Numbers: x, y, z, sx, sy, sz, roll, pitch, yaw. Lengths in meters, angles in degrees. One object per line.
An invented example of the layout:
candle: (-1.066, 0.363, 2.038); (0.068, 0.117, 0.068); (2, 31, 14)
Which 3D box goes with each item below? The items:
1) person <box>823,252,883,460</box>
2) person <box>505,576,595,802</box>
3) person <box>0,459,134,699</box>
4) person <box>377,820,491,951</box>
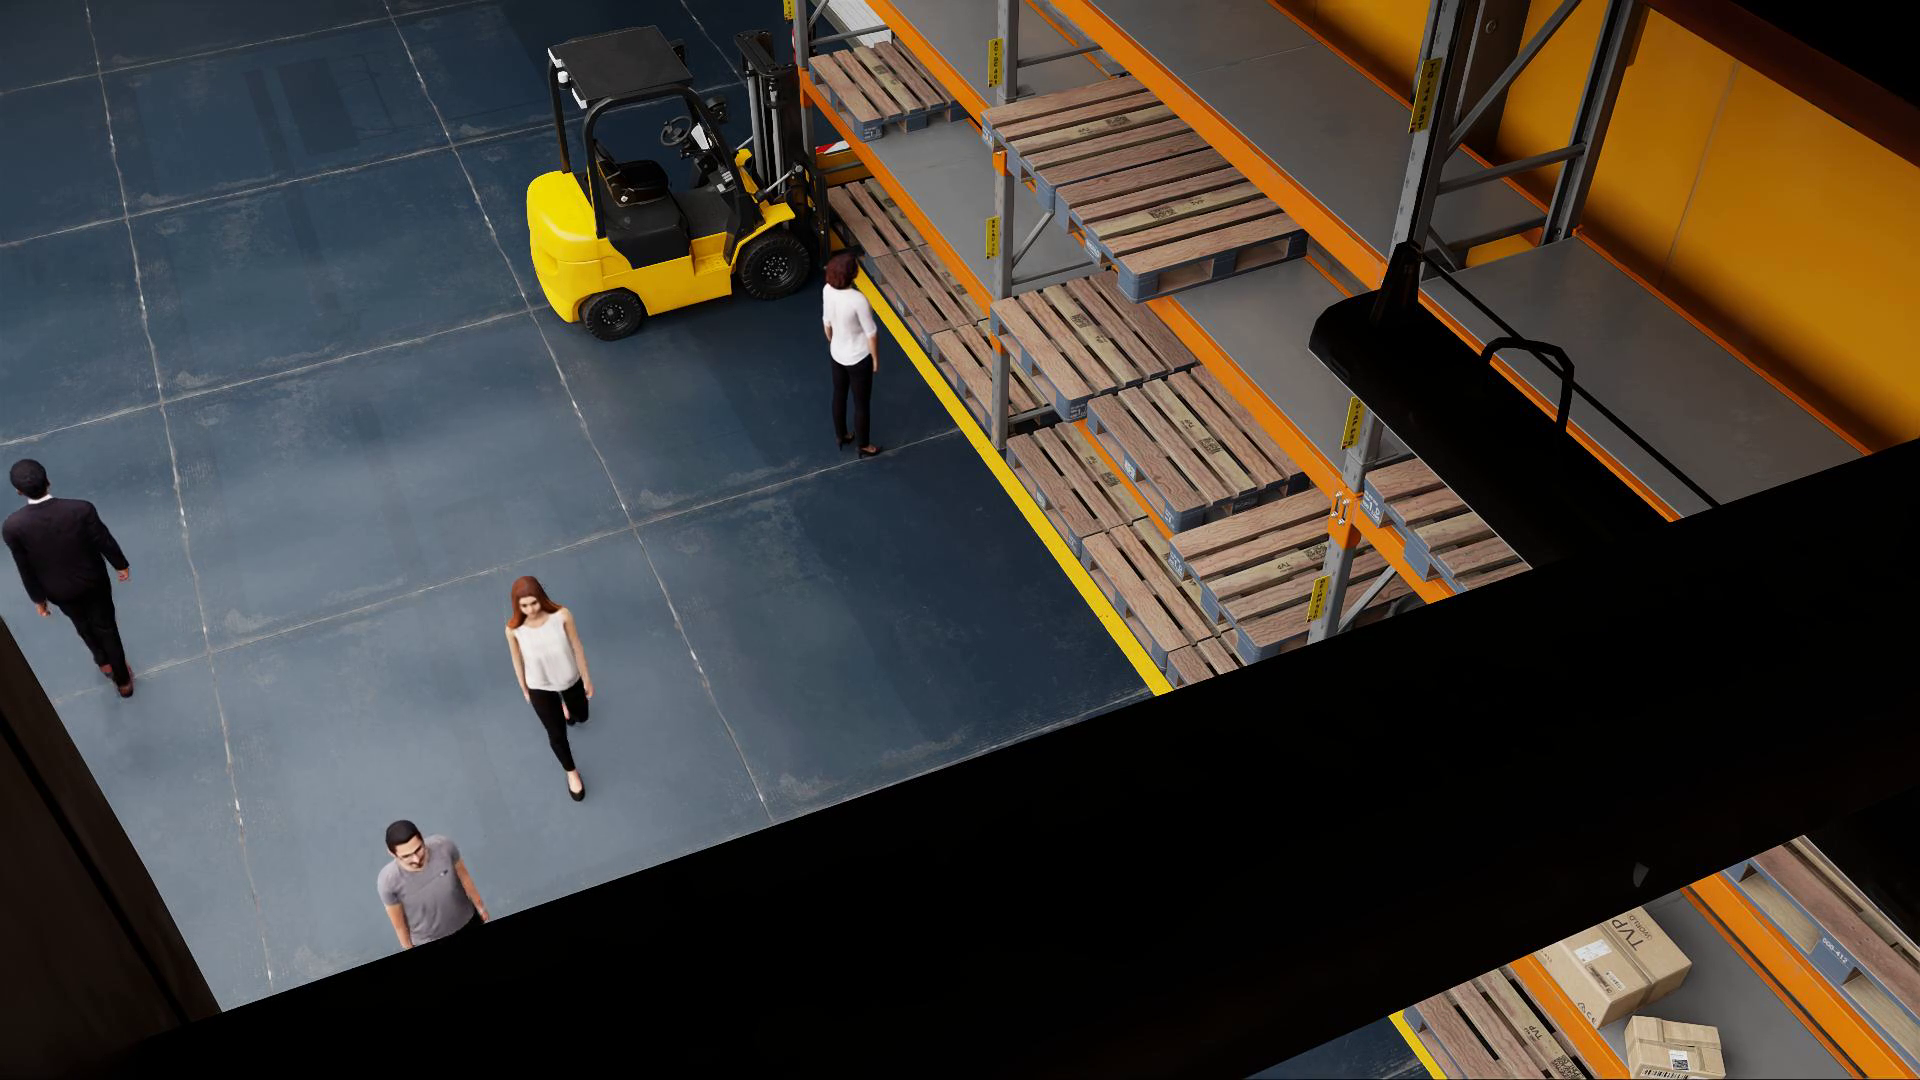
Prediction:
person: (-0.814, -1.349, 12.301); (0.623, 1.795, 0.746); (26, 49, 25)
person: (-2.467, 0.802, 10.107); (0.623, 1.707, 0.967); (-14, 45, -14)
person: (-5.584, 0.309, 10.507); (0.736, 1.869, 0.695); (-19, 47, -19)
person: (-2.774, 2.000, 8.826); (1.062, 1.739, 0.865); (32, 52, 29)
